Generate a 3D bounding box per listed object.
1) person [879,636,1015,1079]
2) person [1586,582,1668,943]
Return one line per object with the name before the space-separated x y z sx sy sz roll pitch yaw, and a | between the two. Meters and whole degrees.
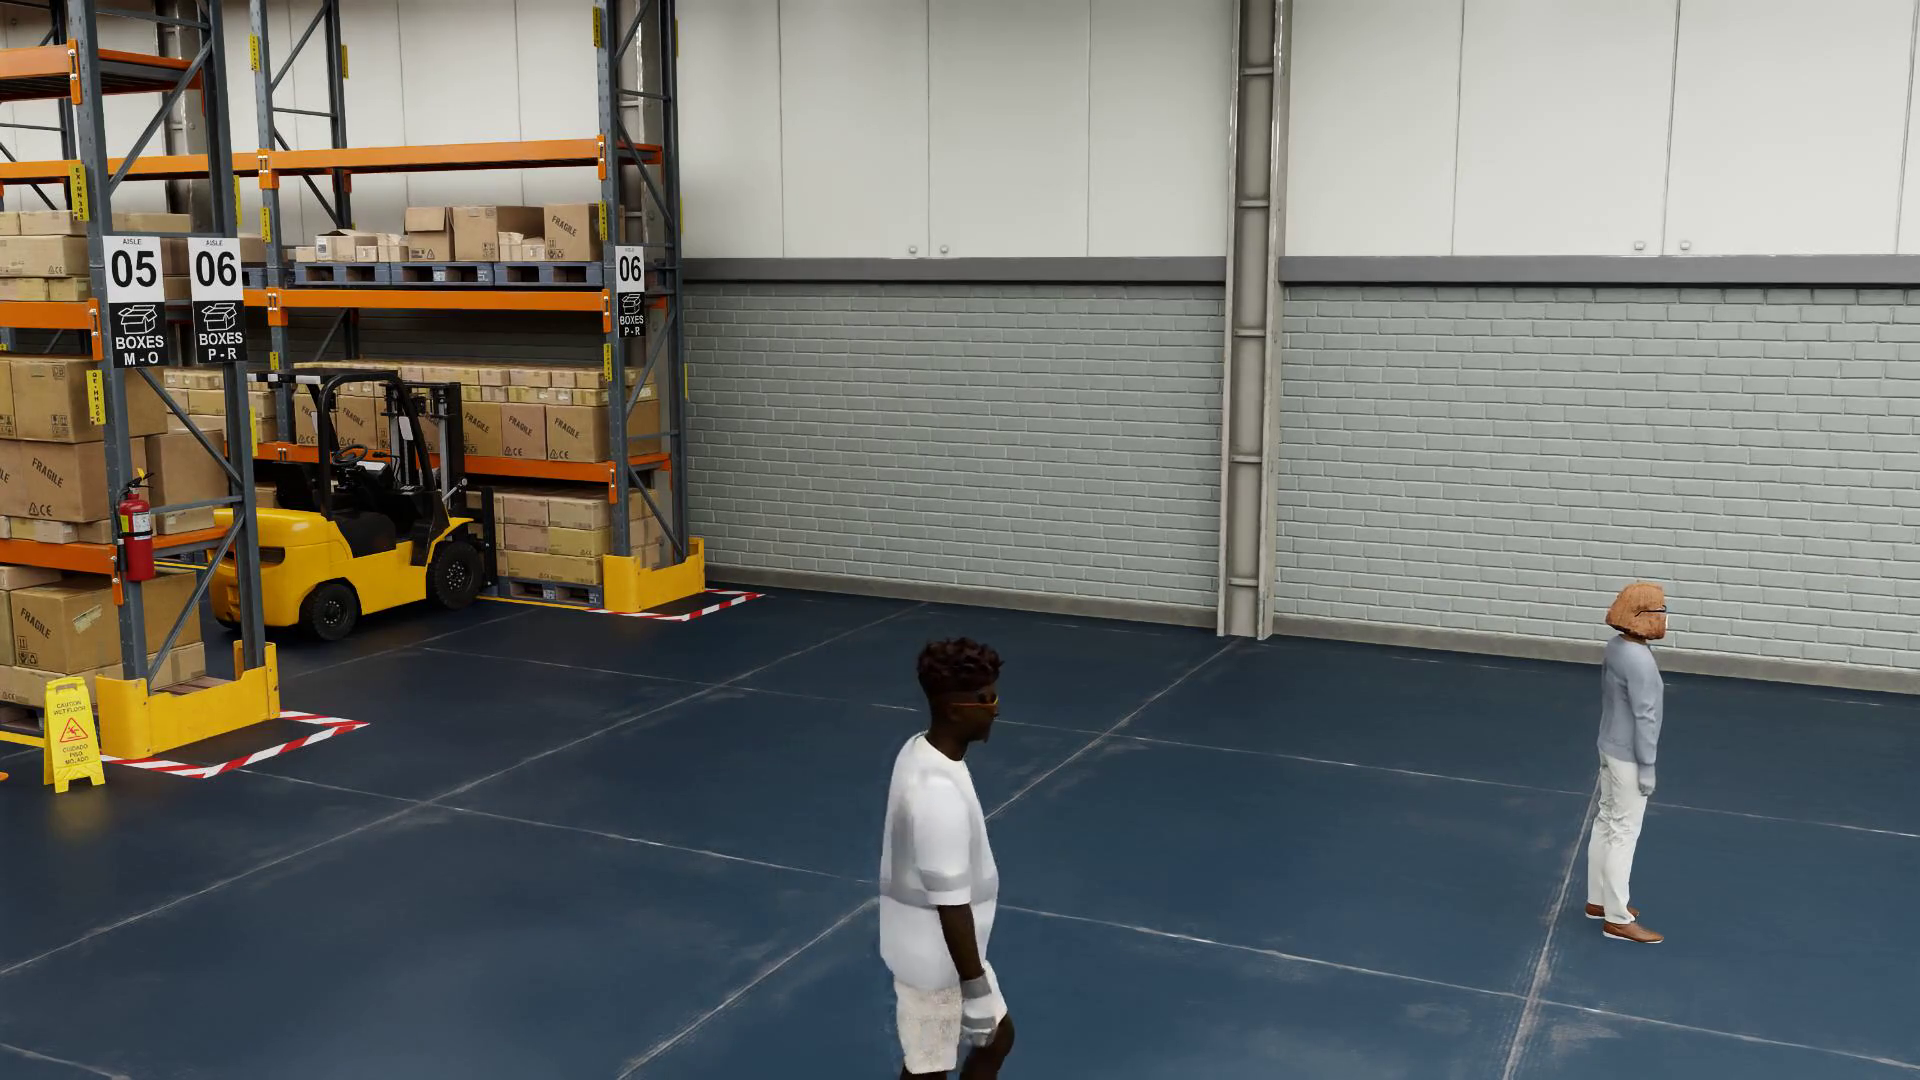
person | 0.030 1.242 5.082 0.626 1.944 0.643 0 9 -2
person | 3.054 0.994 7.576 0.281 1.634 0.498 1 9 4
